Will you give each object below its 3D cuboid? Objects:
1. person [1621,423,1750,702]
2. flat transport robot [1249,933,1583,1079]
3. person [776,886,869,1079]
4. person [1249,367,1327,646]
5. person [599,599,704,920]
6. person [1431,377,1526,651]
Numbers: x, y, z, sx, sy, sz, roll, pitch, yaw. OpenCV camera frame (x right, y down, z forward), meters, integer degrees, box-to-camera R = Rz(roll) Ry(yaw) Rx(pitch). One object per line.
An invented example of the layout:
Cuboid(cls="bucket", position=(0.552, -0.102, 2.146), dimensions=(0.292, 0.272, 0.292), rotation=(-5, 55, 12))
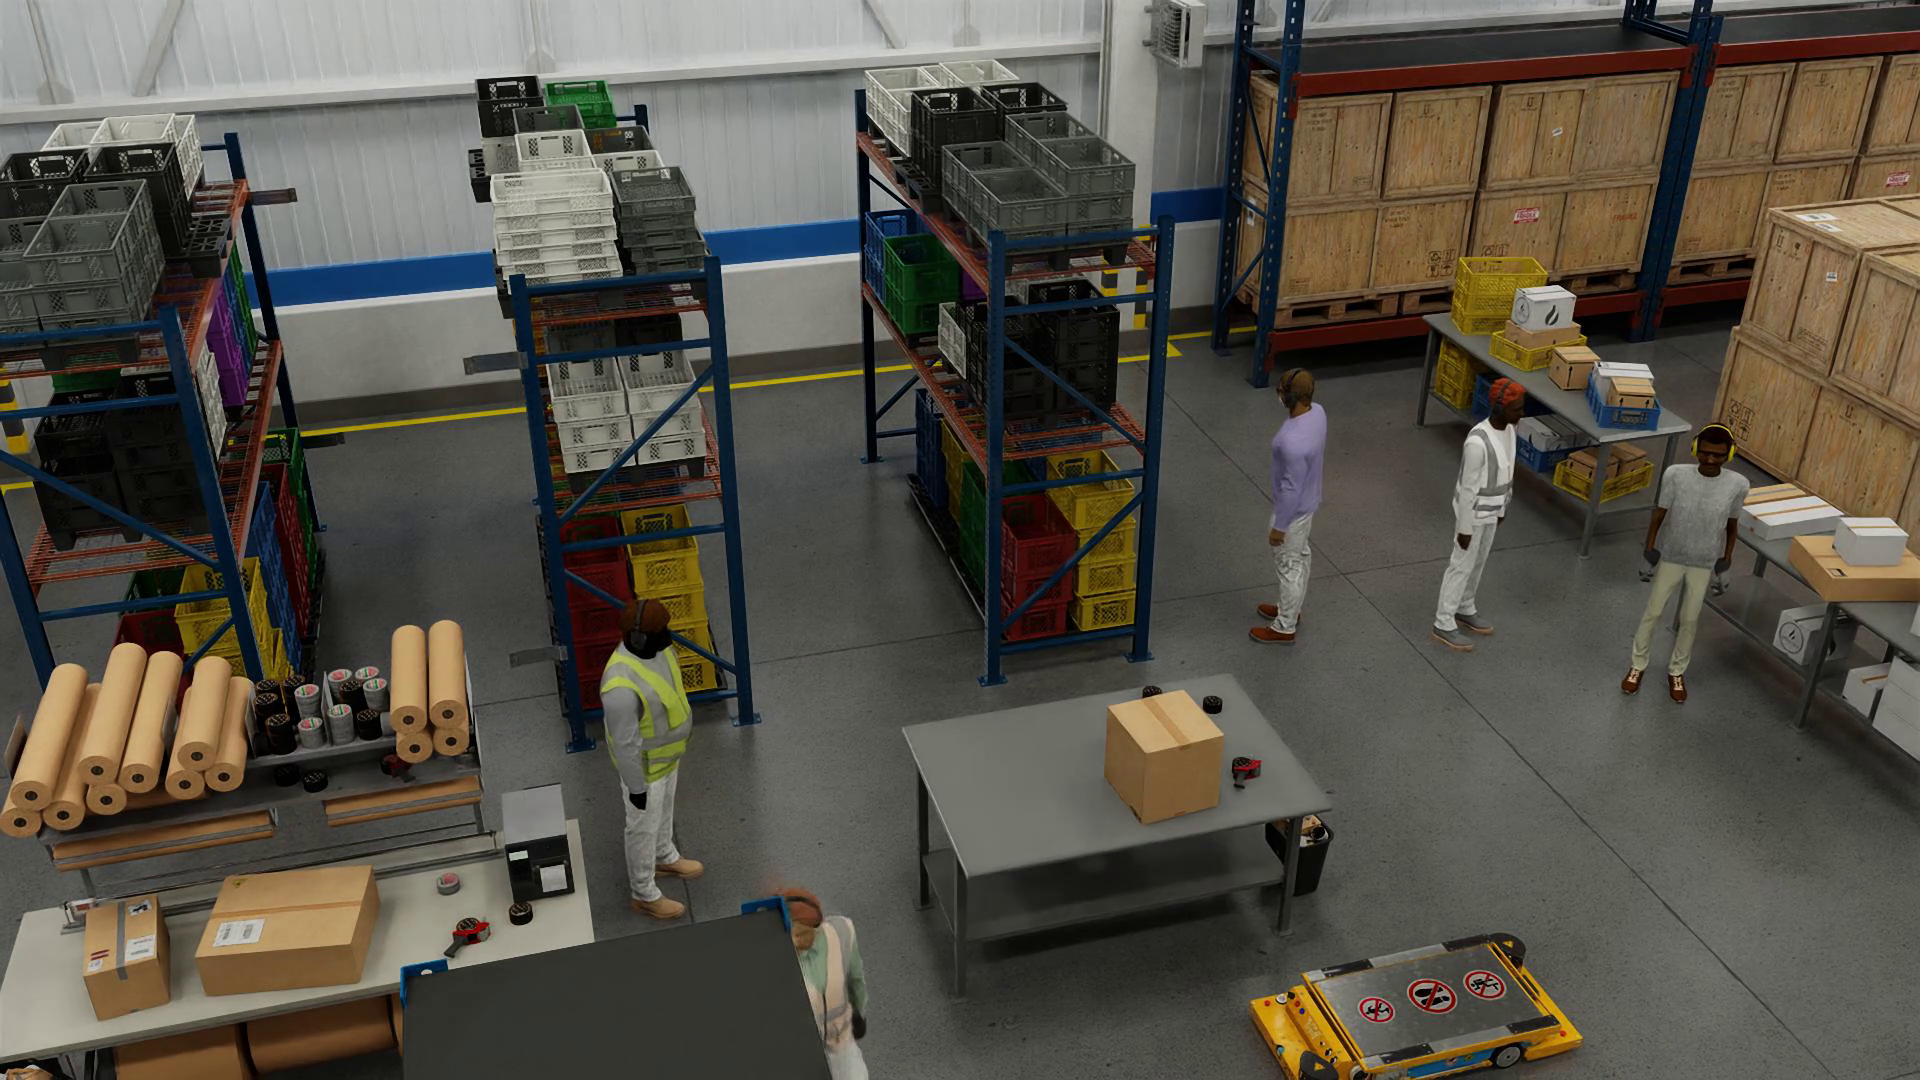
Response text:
Cuboid(cls="person", position=(4.473, 0.140, 10.230), dimensions=(0.534, 1.869, 0.314), rotation=(10, 30, 17))
Cuboid(cls="flat transport robot", position=(2.184, 2.282, 7.980), dimensions=(1.431, 0.197, 0.652), rotation=(-8, 30, -14))
Cuboid(cls="person", position=(-0.598, 2.100, 6.911), dimensions=(0.540, 1.614, 0.397), rotation=(-19, 34, -31))
Cuboid(cls="person", position=(2.149, -0.213, 10.806), dimensions=(0.374, 1.936, 0.627), rotation=(12, 31, 20))
Cuboid(cls="person", position=(-1.574, 1.102, 8.523), dimensions=(0.430, 1.836, 0.630), rotation=(4, 29, 7))
Cuboid(cls="person", position=(3.386, -0.180, 10.810), dimensions=(0.345, 1.878, 0.578), rotation=(23, 36, 35))
